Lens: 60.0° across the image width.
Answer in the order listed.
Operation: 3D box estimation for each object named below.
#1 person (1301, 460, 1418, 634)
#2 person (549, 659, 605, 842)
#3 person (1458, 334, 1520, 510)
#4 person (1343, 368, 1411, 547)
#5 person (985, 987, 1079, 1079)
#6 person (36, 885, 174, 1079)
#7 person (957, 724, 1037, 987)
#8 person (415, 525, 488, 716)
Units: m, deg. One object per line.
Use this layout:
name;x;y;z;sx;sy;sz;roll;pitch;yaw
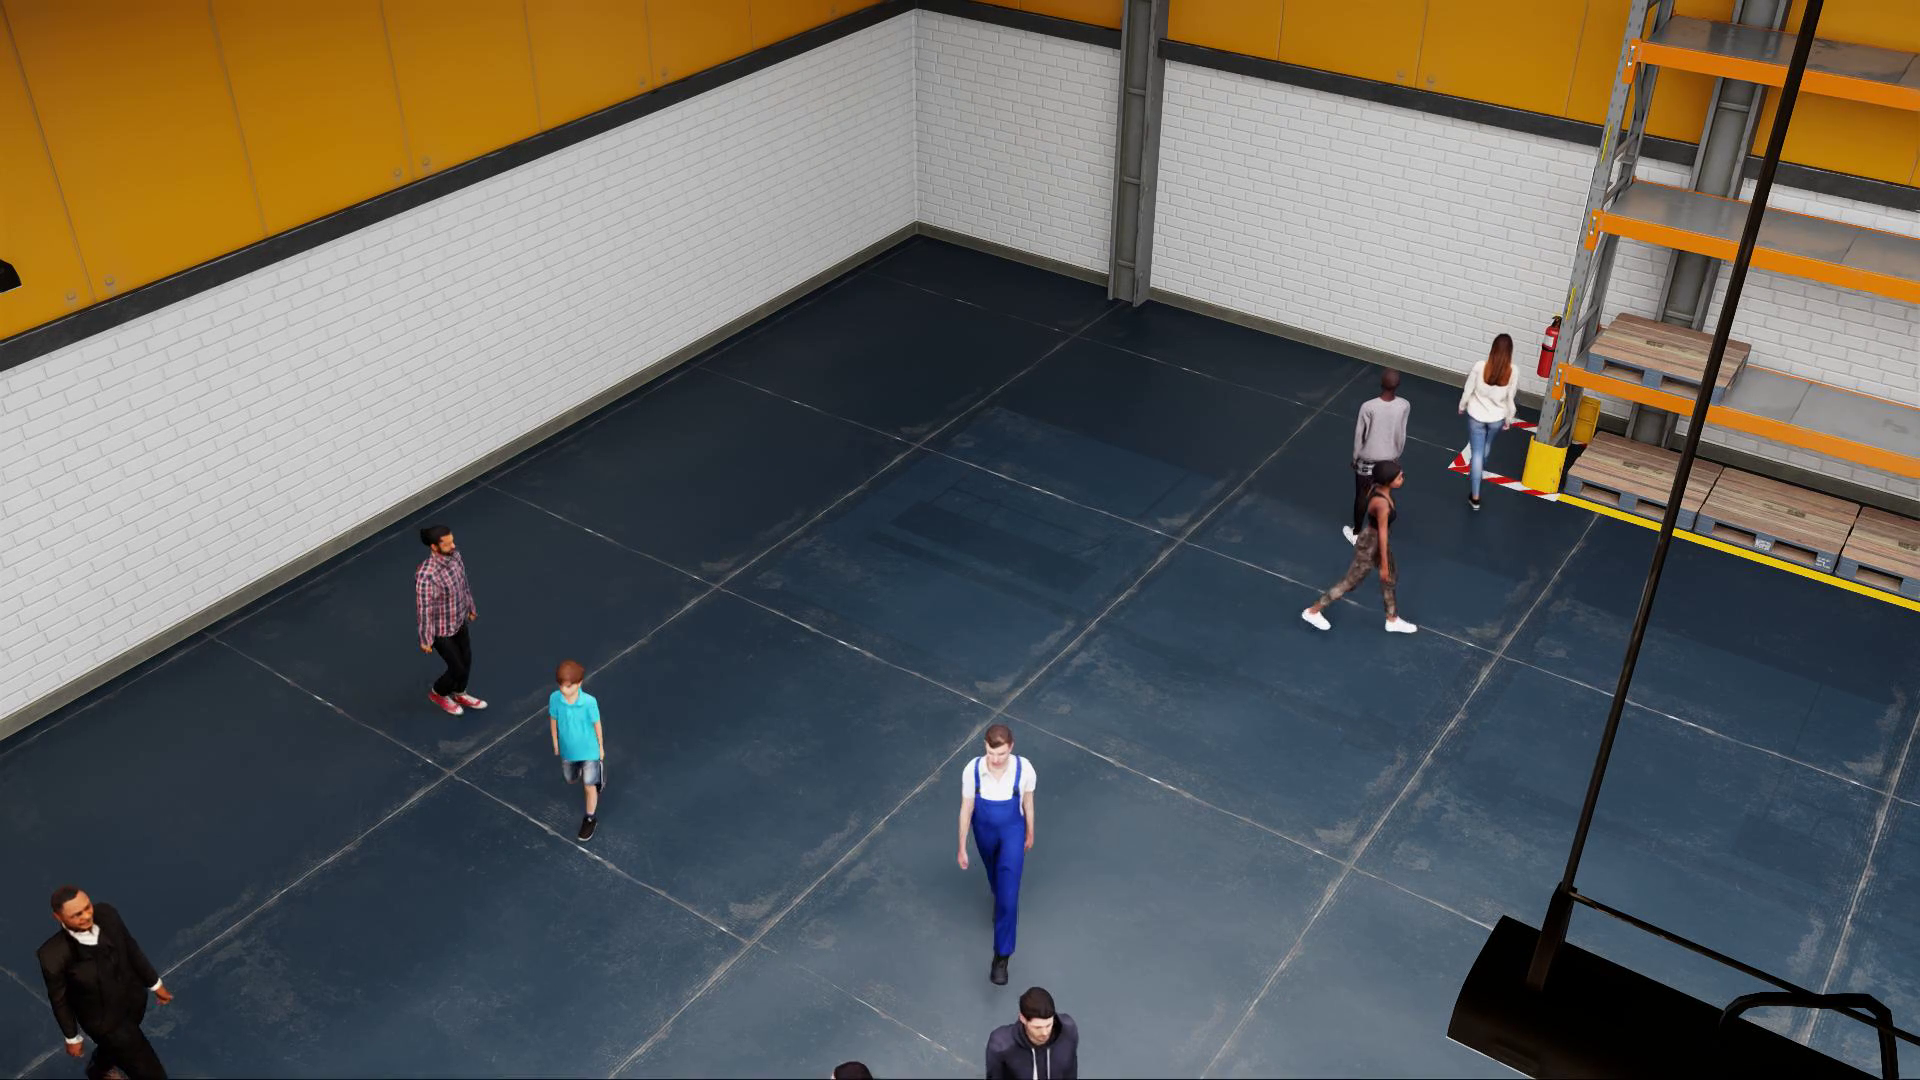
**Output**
person;3.282;0.096;13.643;1.261;1.651;0.931;6;34;9
person;-2.690;1.419;11.843;0.847;1.438;0.786;6;34;9
person;4.882;-1.079;15.416;1.152;1.645;1.004;6;34;9
person;3.715;-0.742;14.795;0.682;1.770;0.756;-3;34;-5
person;0.365;3.017;9.043;0.820;1.877;0.873;-8;34;-12
person;-4.946;2.671;9.580;1.327;1.859;0.929;12;36;18
person;0.261;1.860;10.852;1.204;1.802;1.072;4;34;6
person;-4.010;0.625;12.764;0.797;1.743;0.829;7;34;10
